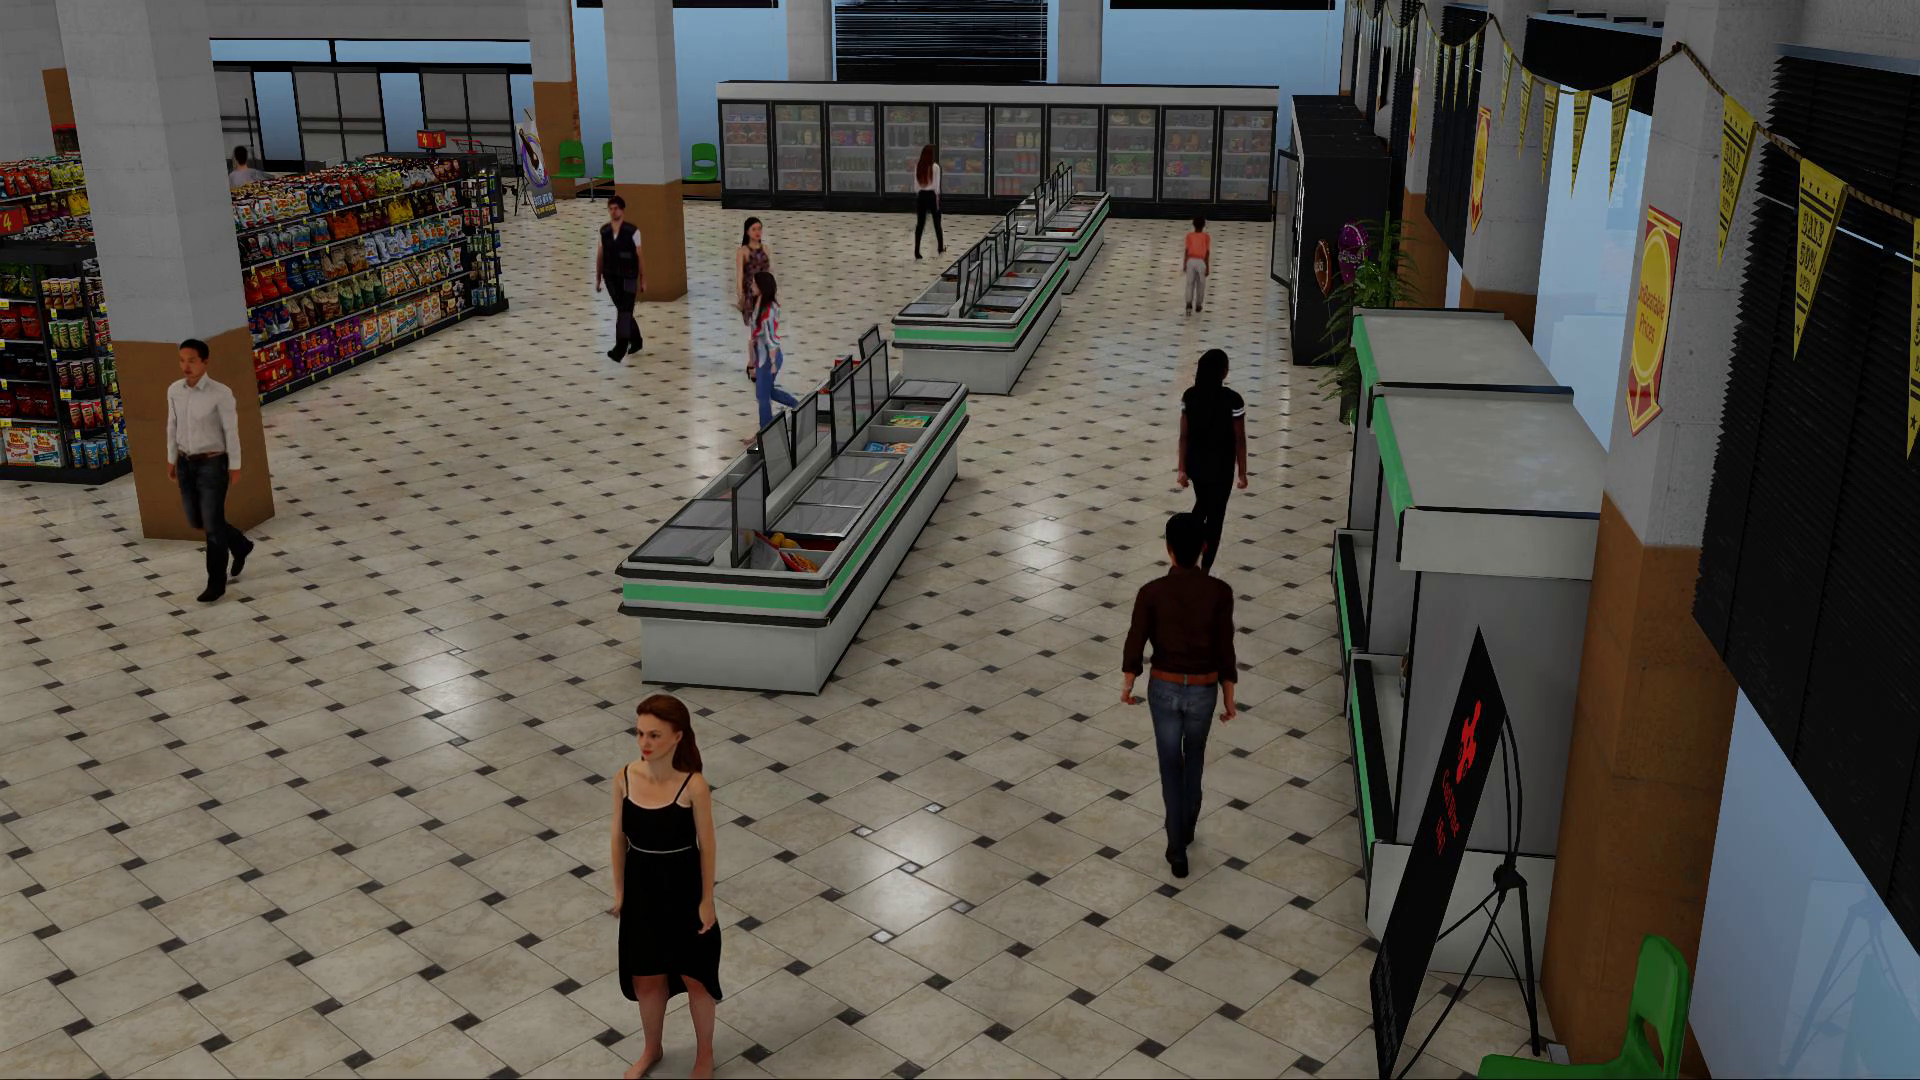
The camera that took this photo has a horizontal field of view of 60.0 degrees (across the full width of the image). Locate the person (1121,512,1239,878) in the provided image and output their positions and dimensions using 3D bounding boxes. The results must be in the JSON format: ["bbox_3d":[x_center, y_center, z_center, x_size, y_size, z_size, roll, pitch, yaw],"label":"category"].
[{"bbox_3d":[1.061,0.766,7.815,0.759,1.762,0.803,0,19,0],"label":"person"}]

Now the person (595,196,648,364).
[{"bbox_3d":[-3.763,-2.917,18.674,0.730,1.801,1.180,5,19,14],"label":"person"}]

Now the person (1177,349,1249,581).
[{"bbox_3d":[1.704,-0.459,11.511,0.732,1.720,0.783,12,22,32],"label":"person"}]

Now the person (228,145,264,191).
[{"bbox_3d":[-10.040,-4.601,23.606,1.164,1.841,1.315,-10,21,-27],"label":"person"}]

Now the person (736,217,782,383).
[{"bbox_3d":[-2.200,-2.525,17.578,0.851,1.759,0.896,-17,25,-41],"label":"person"}]

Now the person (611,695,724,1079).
[{"bbox_3d":[-1.105,1.340,6.326,0.577,1.624,0.578,5,19,14],"label":"person"}]

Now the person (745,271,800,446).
[{"bbox_3d":[-1.687,-1.669,15.292,0.961,1.596,0.965,-8,20,-23],"label":"person"}]

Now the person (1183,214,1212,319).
[{"bbox_3d":[2.990,-3.470,21.104,0.521,1.296,0.909,4,19,12],"label":"person"}]

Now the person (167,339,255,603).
[{"bbox_3d":[-5.219,-0.518,11.575,0.742,1.791,1.002,5,19,14],"label":"person"}]

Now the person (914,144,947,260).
[{"bbox_3d":[-0.528,-5.067,25.210,0.828,1.699,1.228,8,20,23],"label":"person"}]
